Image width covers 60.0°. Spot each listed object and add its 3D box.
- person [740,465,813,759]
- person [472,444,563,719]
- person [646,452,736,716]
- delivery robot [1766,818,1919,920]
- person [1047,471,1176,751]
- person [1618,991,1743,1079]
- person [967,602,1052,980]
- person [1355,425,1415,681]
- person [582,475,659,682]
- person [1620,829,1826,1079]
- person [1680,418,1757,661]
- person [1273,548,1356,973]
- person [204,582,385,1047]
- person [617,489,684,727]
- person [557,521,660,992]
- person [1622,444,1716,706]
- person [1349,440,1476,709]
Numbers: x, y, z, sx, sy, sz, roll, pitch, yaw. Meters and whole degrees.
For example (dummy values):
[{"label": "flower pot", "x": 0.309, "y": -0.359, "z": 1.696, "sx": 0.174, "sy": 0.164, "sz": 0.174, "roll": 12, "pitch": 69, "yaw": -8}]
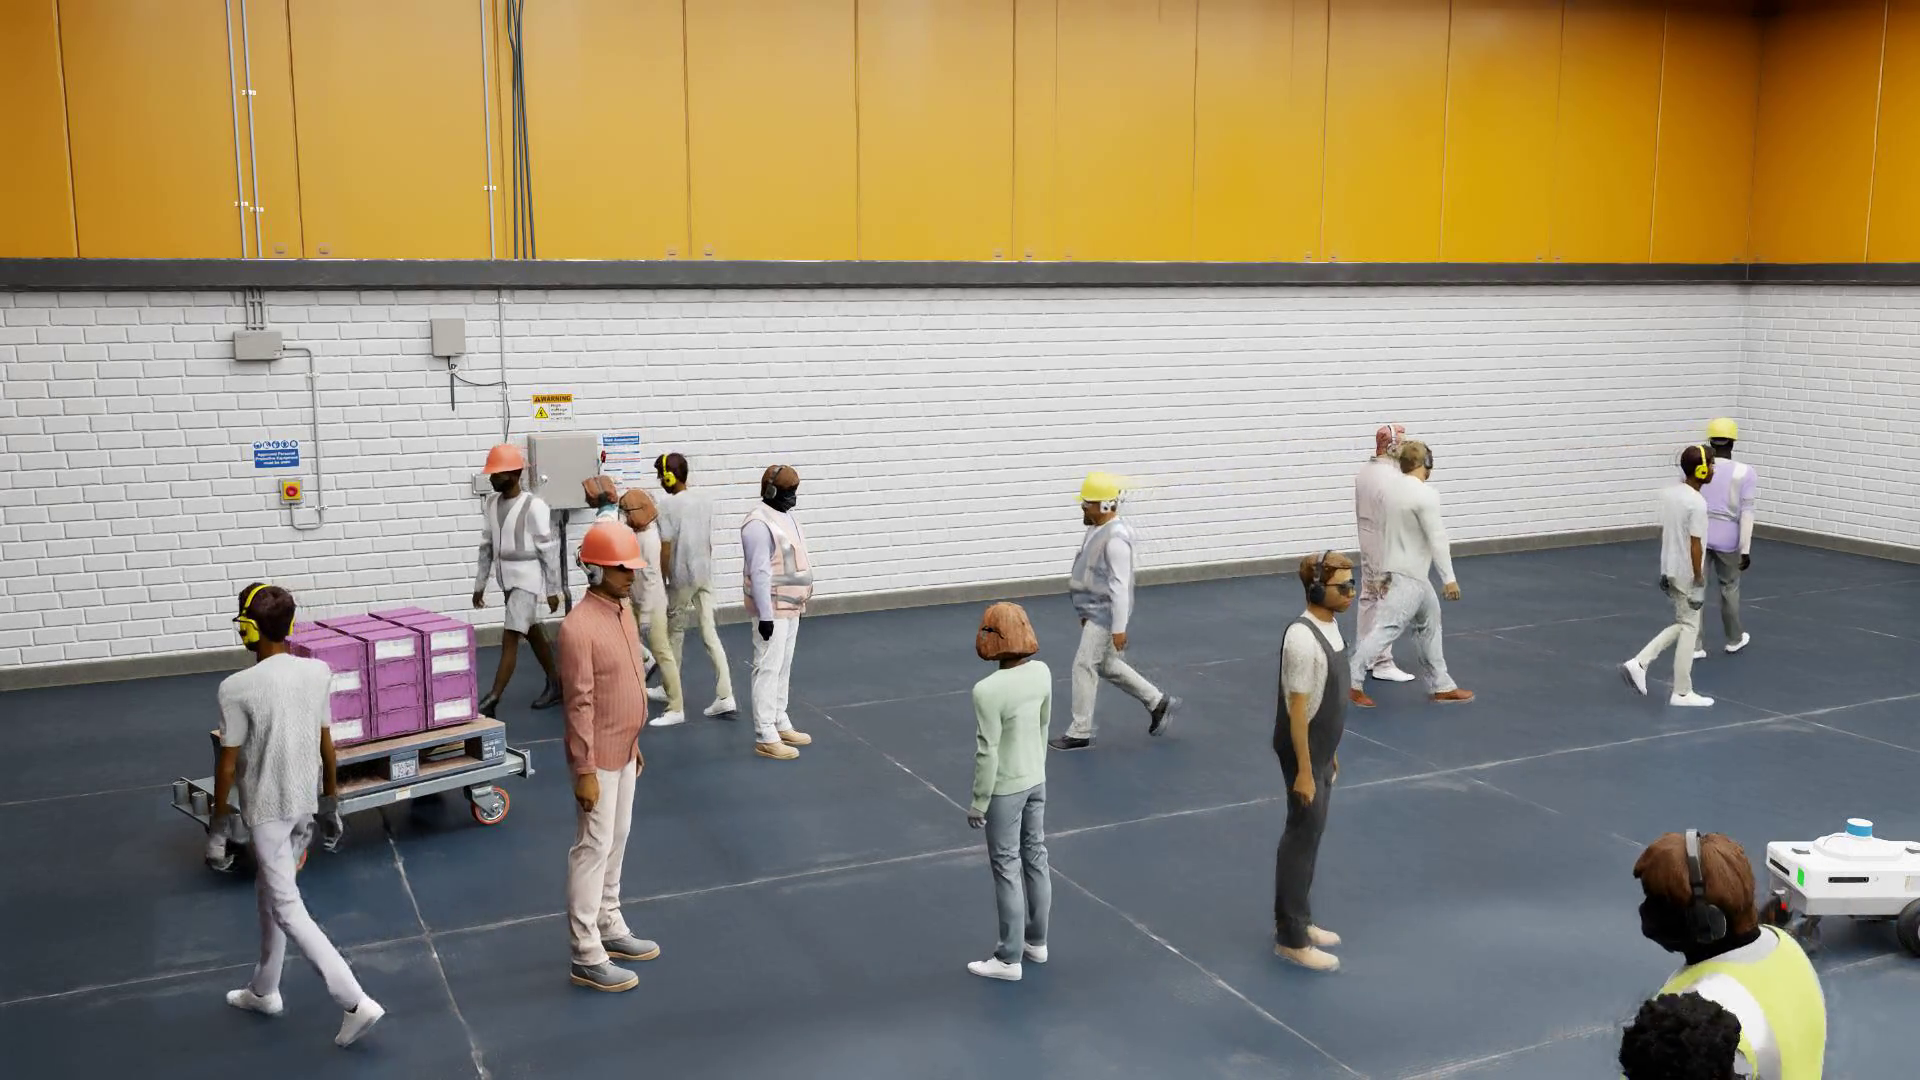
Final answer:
[{"label": "person", "x": -1.138, "y": 0.440, "z": 10.478, "sx": 0.429, "sy": 1.837, "sz": 0.620, "roll": 2, "pitch": 9, "yaw": 11}, {"label": "person", "x": -3.045, "y": 0.290, "z": 11.266, "sx": 0.567, "sy": 1.877, "sz": 1.005, "roll": 7, "pitch": 12, "yaw": 37}, {"label": "person", "x": -1.873, "y": 0.299, "z": 11.441, "sx": 0.530, "sy": 1.813, "sz": 0.982, "roll": -9, "pitch": 13, "yaw": -43}, {"label": "delivery robot", "x": 4.053, "y": 1.506, "z": 7.529, "sx": 0.707, "sy": 0.478, "sz": 0.477, "roll": 0, "pitch": 9, "yaw": 0}, {"label": "person", "x": 0.977, "y": 0.447, "z": 10.564, "sx": 0.805, "sy": 1.802, "sz": 0.597, "roll": -1, "pitch": 9, "yaw": -4}, {"label": "person", "x": 1.383, "y": 1.696, "z": 3.187, "sx": 0.488, "sy": 1.666, "sz": 0.560, "roll": 5, "pitch": 10, "yaw": 27}, {"label": "person", "x": 0.211, "y": 1.074, "z": 7.162, "sx": 0.285, "sy": 1.634, "sz": 0.499, "roll": 7, "pitch": 12, "yaw": 37}, {"label": "person", "x": 3.188, "y": 0.091, "z": 12.417, "sx": 0.409, "sy": 1.907, "sz": 0.651, "roll": -2, "pitch": 9, "yaw": -10}, {"label": "person", "x": -2.455, "y": 0.330, "z": 11.847, "sx": 0.462, "sy": 1.619, "sz": 0.526, "roll": 0, "pitch": 9, "yaw": -3}, {"label": "person", "x": 1.683, "y": 1.531, "z": 3.761, "sx": 0.632, "sy": 1.821, "sz": 0.449, "roll": -8, "pitch": 12, "yaw": -42}, {"label": "person", "x": 5.957, "y": -0.011, "z": 13.075, "sx": 0.612, "sy": 1.890, "sz": 0.806, "roll": 8, "pitch": 12, "yaw": 43}, {"label": "person", "x": 1.551, "y": 0.947, "z": 7.302, "sx": 0.332, "sy": 1.845, "sz": 0.514, "roll": 4, "pitch": 10, "yaw": 25}, {"label": "person", "x": -2.650, "y": 1.078, "z": 6.546, "sx": 0.916, "sy": 1.837, "sz": 0.531, "roll": 4, "pitch": 10, "yaw": 25}, {"label": "person", "x": -2.165, "y": 0.468, "z": 10.974, "sx": 0.752, "sy": 1.600, "sz": 0.519, "roll": -5, "pitch": 11, "yaw": -30}, {"label": "person", "x": -1.494, "y": 0.903, "z": 7.114, "sx": 0.399, "sy": 1.989, "sz": 0.622, "roll": 1, "pitch": 9, "yaw": 8}, {"label": "person", "x": 4.998, "y": 0.252, "z": 11.569, "sx": 0.530, "sy": 1.858, "sz": 0.546, "roll": 0, "pitch": 9, "yaw": 0}, {"label": "person", "x": 3.086, "y": 0.245, "z": 11.586, "sx": 1.039, "sy": 1.875, "sz": 0.654, "roll": 0, "pitch": 9, "yaw": -2}]
